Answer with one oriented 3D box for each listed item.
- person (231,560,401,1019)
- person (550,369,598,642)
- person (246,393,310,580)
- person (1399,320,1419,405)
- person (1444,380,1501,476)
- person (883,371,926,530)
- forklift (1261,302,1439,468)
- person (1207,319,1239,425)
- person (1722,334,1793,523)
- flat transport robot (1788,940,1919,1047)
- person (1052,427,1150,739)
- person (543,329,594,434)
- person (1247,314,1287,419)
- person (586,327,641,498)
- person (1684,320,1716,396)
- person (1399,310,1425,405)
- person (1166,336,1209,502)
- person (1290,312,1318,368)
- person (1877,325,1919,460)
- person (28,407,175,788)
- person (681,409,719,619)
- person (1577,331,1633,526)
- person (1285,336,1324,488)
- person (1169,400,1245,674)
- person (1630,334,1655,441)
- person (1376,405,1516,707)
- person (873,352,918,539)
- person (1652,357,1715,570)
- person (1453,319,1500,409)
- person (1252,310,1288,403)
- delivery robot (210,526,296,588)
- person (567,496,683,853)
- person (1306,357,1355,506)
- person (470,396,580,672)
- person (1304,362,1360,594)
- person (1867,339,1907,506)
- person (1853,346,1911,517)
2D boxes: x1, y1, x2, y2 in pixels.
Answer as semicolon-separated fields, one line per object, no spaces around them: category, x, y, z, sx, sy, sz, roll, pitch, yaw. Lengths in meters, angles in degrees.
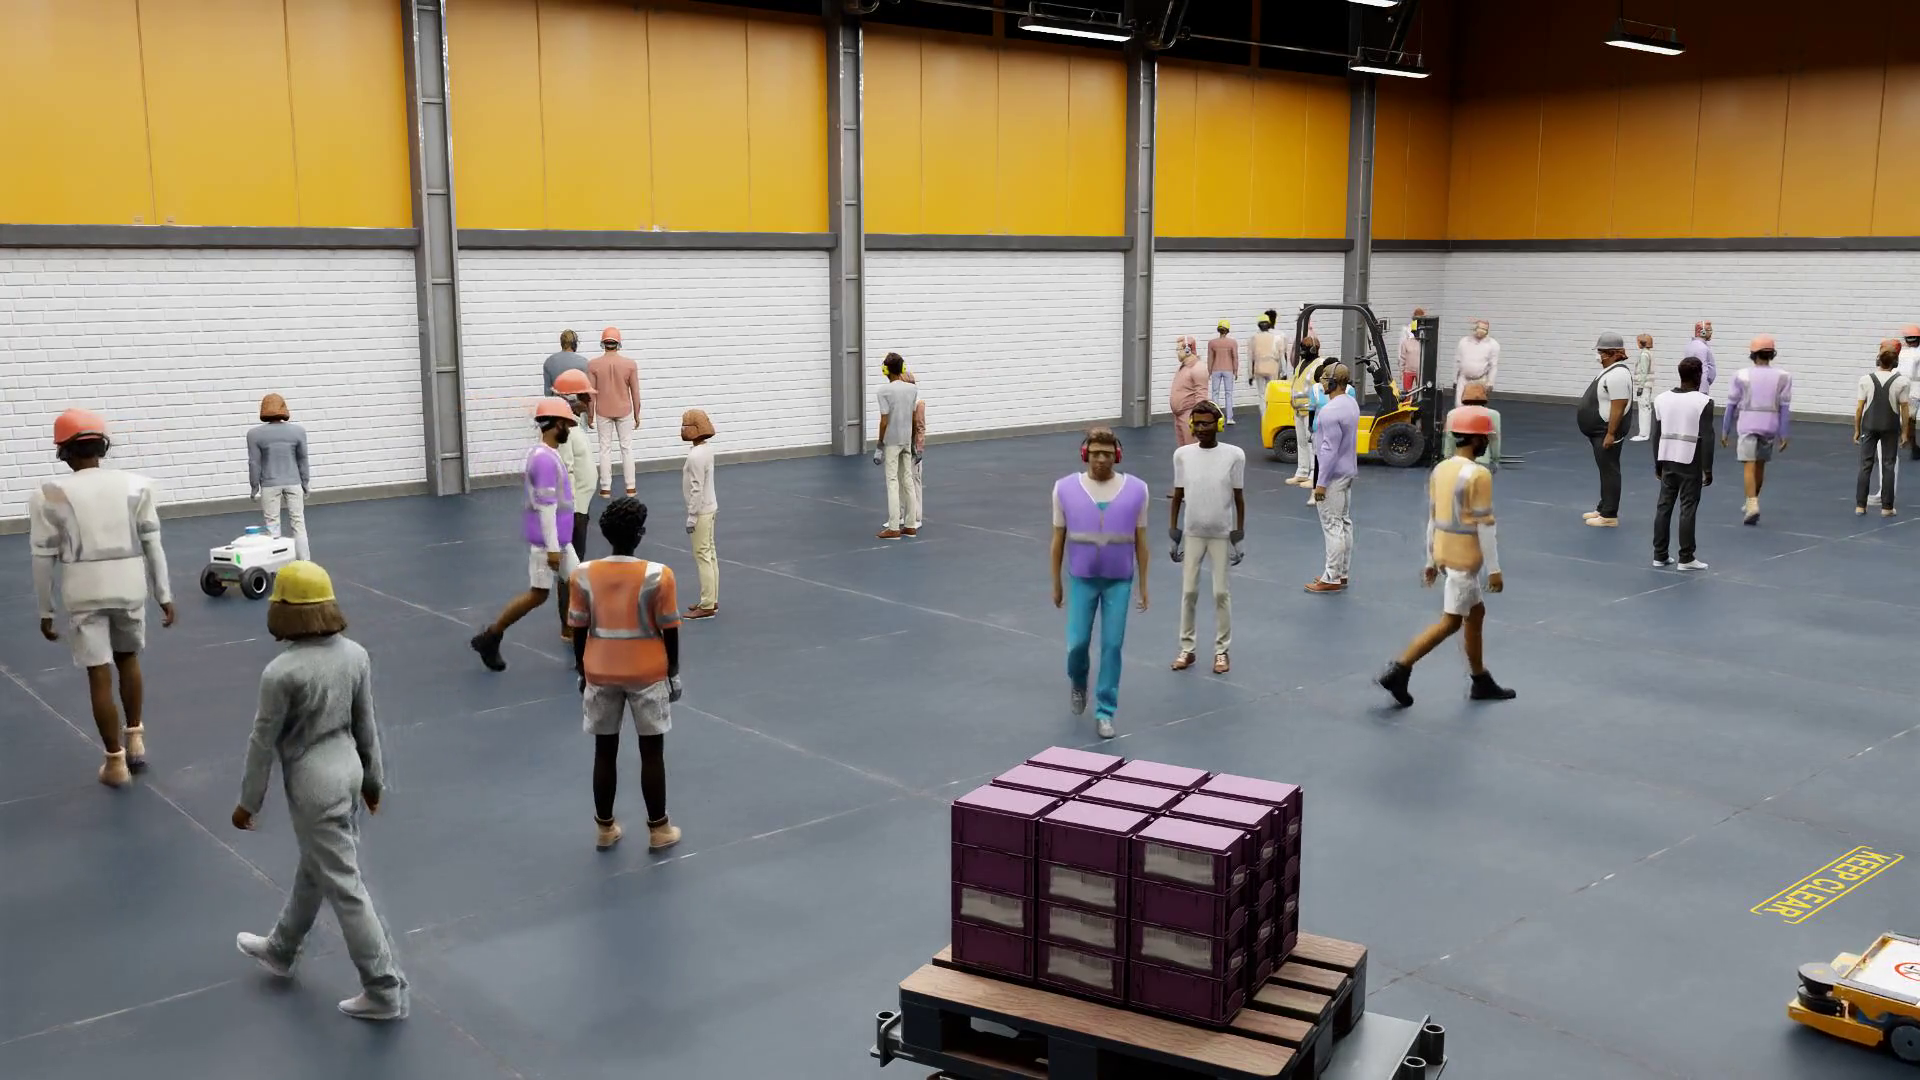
person;-2.451;0.920;6.202;0.887;1.700;0.493;3;10;18
person;-2.821;-0.253;12.201;0.386;1.993;0.614;-1;10;-8
person;-5.906;-0.454;14.438;0.501;1.631;0.287;-6;12;-33
person;7.560;-2.776;27.644;0.524;1.769;0.309;4;11;23
person;4.945;-0.734;16.085;0.508;1.633;0.312;3;10;17
person;-0.566;-0.924;17.167;0.515;1.641;0.308;8;12;39
forklift;5.320;-2.157;22.763;2.313;2.155;1.214;3;10;16
person;4.395;-2.805;27.810;0.523;1.769;0.316;4;10;20
person;8.471;-1.182;17.657;0.627;2.003;1.036;2;10;13
flat transport robot;3.757;1.702;5.795;1.431;0.197;0.652;9;13;42
person;0.835;0.233;9.837;0.579;1.828;0.513;0;10;1
person;-4.697;-1.561;20.035;0.635;1.933;0.352;3;10;19
person;4.947;-2.701;26.818;0.649;1.891;0.452;2;10;14
person;-4.045;-1.487;19.424;0.622;1.992;0.396;-3;10;-16
person;10.477;-2.150;23.568;0.409;1.909;0.640;1;10;8
person;8.354;-3.294;30.496;0.586;1.818;1.012;3;10;15
person;2.601;-1.386;19.111;0.403;1.900;0.652;-2;10;-13
person;5.573;-2.754;27.096;0.402;1.903;0.652;5;11;28
person;12.968;-2.004;22.786;1.016;1.889;0.555;-4;10;-22
person;-4.603;0.301;8.910;0.637;2.009;0.684;-9;13;-42
person;-2.032;-0.202;12.957;0.285;1.633;0.499;0;10;1
person;6.738;-1.167;17.418;0.535;2.000;0.688;3;10;17
person;4.244;-1.561;20.305;0.429;1.843;0.633;-3;10;-18
person;1.676;-0.024;11.265;0.526;1.863;0.319;4;10;20
person;10.417;-2.319;25.343;0.311;1.636;0.521;6;11;31
person;3.066;0.108;10.388;0.938;1.910;0.548;-1;10;-8
person;-0.640;-0.935;16.582;0.518;1.865;0.327;-9;13;-41
person;6.496;-0.687;14.967;0.392;1.919;0.592;-6;11;-32
person;7.771;-2.394;25.105;0.680;1.873;0.615;5;11;29
person;5.155;-2.880;27.783;0.618;1.931;0.961;0;10;2
delivery robot;-5.900;0.130;13.894;0.477;0.478;0.707;3;10;19
person;-1.568;0.638;7.855;0.540;1.695;0.317;1;10;7
person;4.149;-1.206;18.646;0.540;1.697;0.317;5;11;26
person;-2.842;-0.026;11.231;0.931;1.882;0.589;-1;10;-6
person;3.121;-0.516;13.904;0.372;1.940;0.630;5;11;28
person;10.479;-1.323;18.789;0.337;1.882;0.585;8;12;38
person;9.976;-1.172;18.017;0.520;1.844;0.330;7;12;36
